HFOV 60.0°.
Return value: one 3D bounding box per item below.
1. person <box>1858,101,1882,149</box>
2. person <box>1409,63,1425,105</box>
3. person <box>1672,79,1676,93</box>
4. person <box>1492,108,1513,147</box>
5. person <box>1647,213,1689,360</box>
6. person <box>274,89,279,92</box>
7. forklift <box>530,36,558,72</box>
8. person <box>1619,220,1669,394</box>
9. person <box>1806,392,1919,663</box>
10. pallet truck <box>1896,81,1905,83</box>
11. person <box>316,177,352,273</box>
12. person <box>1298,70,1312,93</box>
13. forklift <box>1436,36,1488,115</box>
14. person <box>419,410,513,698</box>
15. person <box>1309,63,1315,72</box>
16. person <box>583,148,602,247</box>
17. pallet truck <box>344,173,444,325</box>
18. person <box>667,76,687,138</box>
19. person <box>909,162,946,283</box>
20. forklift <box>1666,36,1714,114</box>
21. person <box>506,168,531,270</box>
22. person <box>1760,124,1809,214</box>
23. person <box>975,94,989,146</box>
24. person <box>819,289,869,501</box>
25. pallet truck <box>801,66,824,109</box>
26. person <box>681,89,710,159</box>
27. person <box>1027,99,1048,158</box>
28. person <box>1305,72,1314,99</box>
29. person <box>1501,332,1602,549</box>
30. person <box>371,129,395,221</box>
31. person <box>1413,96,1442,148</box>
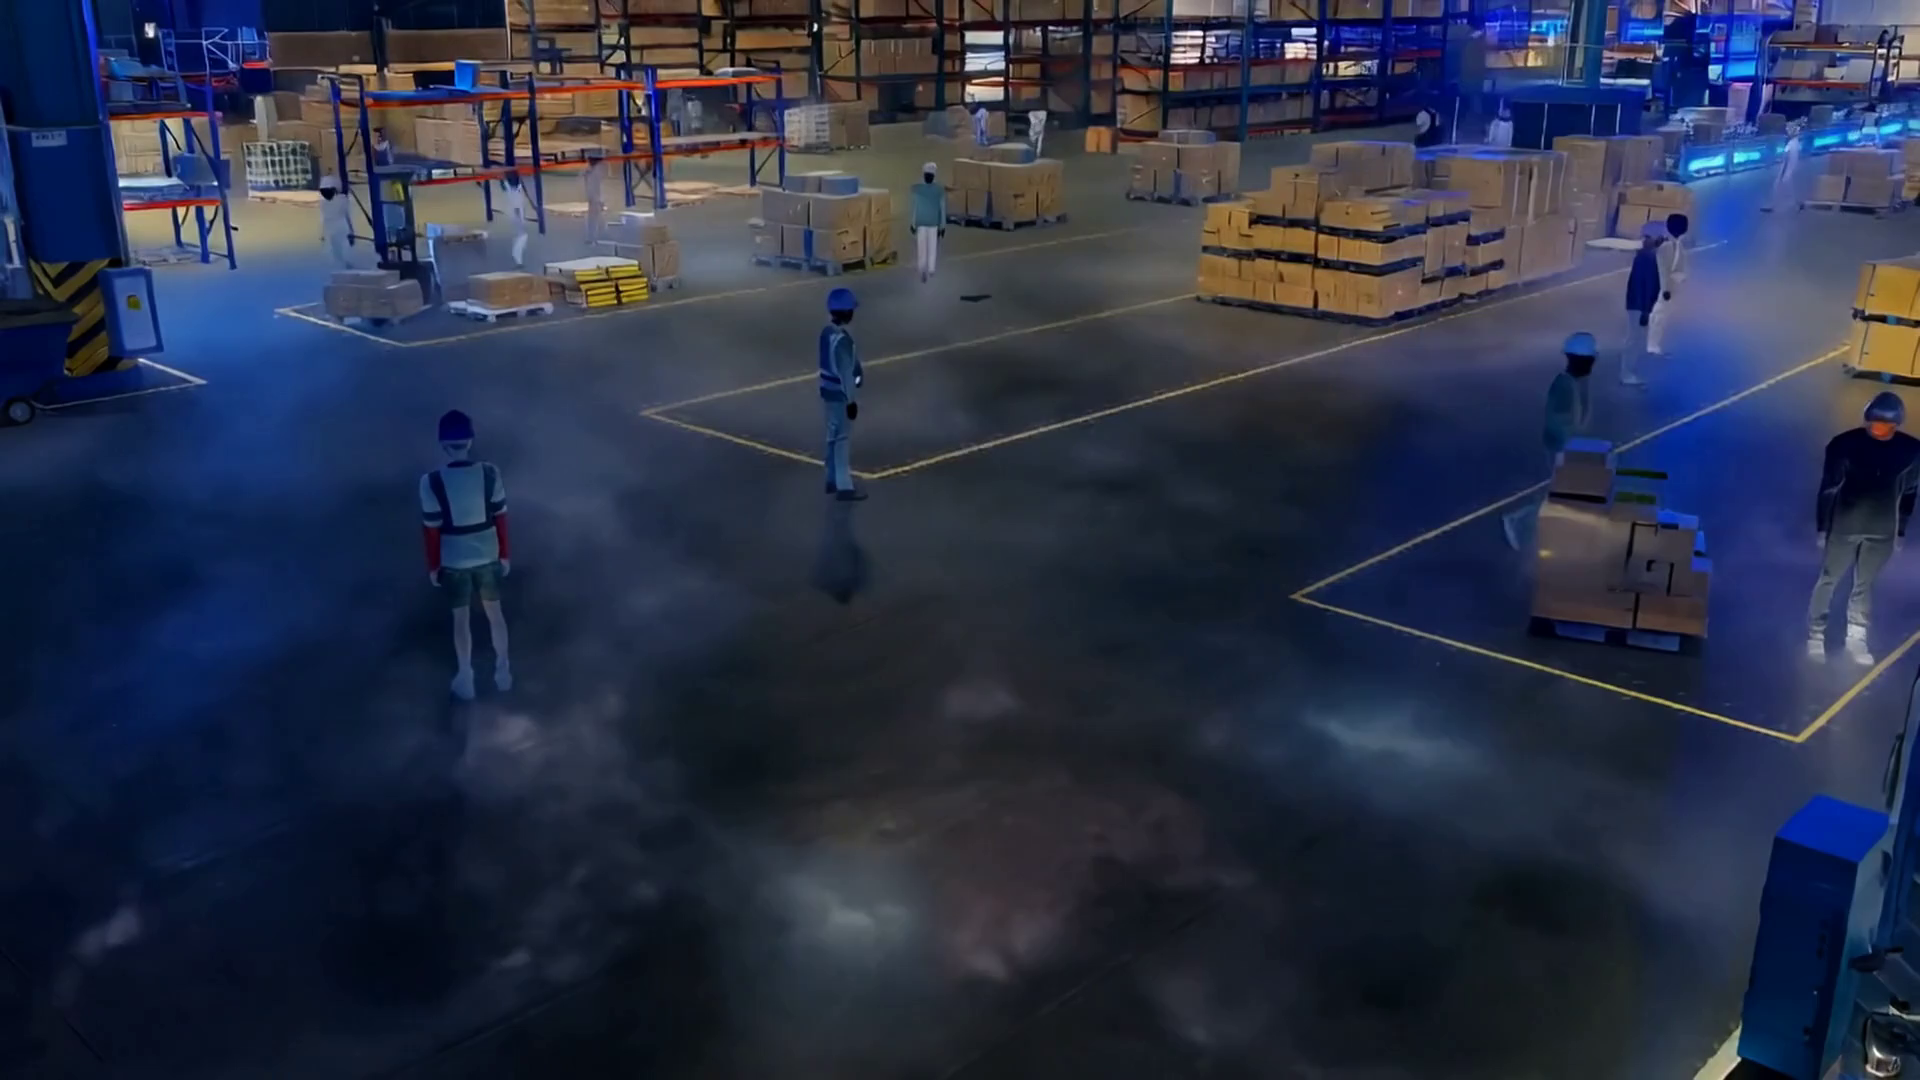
[{"bbox_3d":[24.301,-10.872,44.420,0.439,1.682,0.539,-16,24,-40],"label":"person"},{"bbox_3d":[16.762,-16.528,61.100,0.832,1.913,0.635,6,19,18],"label":"person"},{"bbox_3d":[27.552,-17.198,63.598,0.806,1.605,0.502,-9,20,-25],"label":"person"},{"bbox_3d":[12.999,-9.405,39.804,0.616,1.807,0.723,-5,19,-14],"label":"person"},{"bbox_3d":[8.995,-3.222,21.114,0.429,1.841,0.634,7,20,21],"label":"person"},{"bbox_3d":[-21.116,-13.175,51.035,0.852,1.890,0.603,16,24,40],"label":"person"},{"bbox_3d":[-15.452,-17.325,61.980,1.873,2.768,1.129,17,25,41],"label":"forklift"},{"bbox_3d":[7.934,-2.711,19.329,0.376,1.997,0.612,5,19,16],"label":"person"},{"bbox_3d":[6.250,-0.084,11.512,0.630,1.935,0.366,3,19,9],"label":"person"},{"bbox_3d":[34.802,-16.331,61.455,0.653,1.274,1.630,17,25,41],"label":"pallet truck"},{"bbox_3d":[-9.831,-4.839,26.159,0.498,1.726,0.419,-2,18,-5],"label":"person"},{"bbox_3d":[13.112,-17.212,63.223,0.663,1.870,0.860,13,22,33],"label":"person"},{"bbox_3d":[18.855,-17.322,61.971,1.873,2.768,1.129,17,25,41],"label":"forklift"},{"bbox_3d":[-3.242,0.097,10.963,0.543,1.938,0.357,-10,21,-27],"label":"person"},{"bbox_3d":[14.493,-18.964,68.451,0.639,1.902,0.407,-10,21,-28],"label":"person"},{"bbox_3d":[-6.692,-6.257,30.371,0.308,1.772,0.525,3,19,10],"label":"person"},{"bbox_3d":[-8.209,-4.181,23.757,0.823,1.965,1.885,3,19,9],"label":"pallet truck"},{"bbox_3d":[-8.856,-13.512,51.992,0.614,1.924,0.866,-6,19,-16],"label":"person"},{"bbox_3d":[-0.521,-5.091,26.665,0.587,1.897,0.846,-1,18,-4],"label":"person"},{"bbox_3d":[27.341,-17.291,61.877,1.129,2.768,1.873,17,25,41],"label":"forklift"},{"bbox_3d":[-7.376,-5.359,27.795,0.378,1.680,0.547,-10,21,-29],"label":"person"},{"bbox_3d":[17.335,-7.732,34.719,0.533,1.845,0.855,-17,25,-41],"label":"person"},{"bbox_3d":[0.557,-10.546,43.028,0.356,1.936,0.551,-2,18,-7],"label":"person"},{"bbox_3d":[-1.081,-1.328,15.239,0.392,1.946,0.614,-7,20,-21],"label":"person"},{"bbox_3d":[-4.812,-15.182,56.903,0.823,1.965,1.885,-9,21,-26],"label":"pallet truck"},{"bbox_3d":[-7.349,-11.531,46.095,1.012,1.881,0.565,13,22,34],"label":"person"},{"bbox_3d":[2.105,-11.138,45.192,0.552,1.683,0.415,1,18,5],"label":"person"},{"bbox_3d":[12.752,-16.091,60.159,0.532,1.670,0.817,16,24,40],"label":"person"},{"bbox_3d":[4.907,-0.767,13.604,0.673,1.910,0.602,12,22,33],"label":"person"},{"bbox_3d":[-11.774,-7.477,33.974,0.517,1.820,0.826,0,18,0],"label":"person"},{"bbox_3d":[11.480,-9.895,40.907,0.696,2.000,0.691,-8,20,-23],"label":"person"}]
